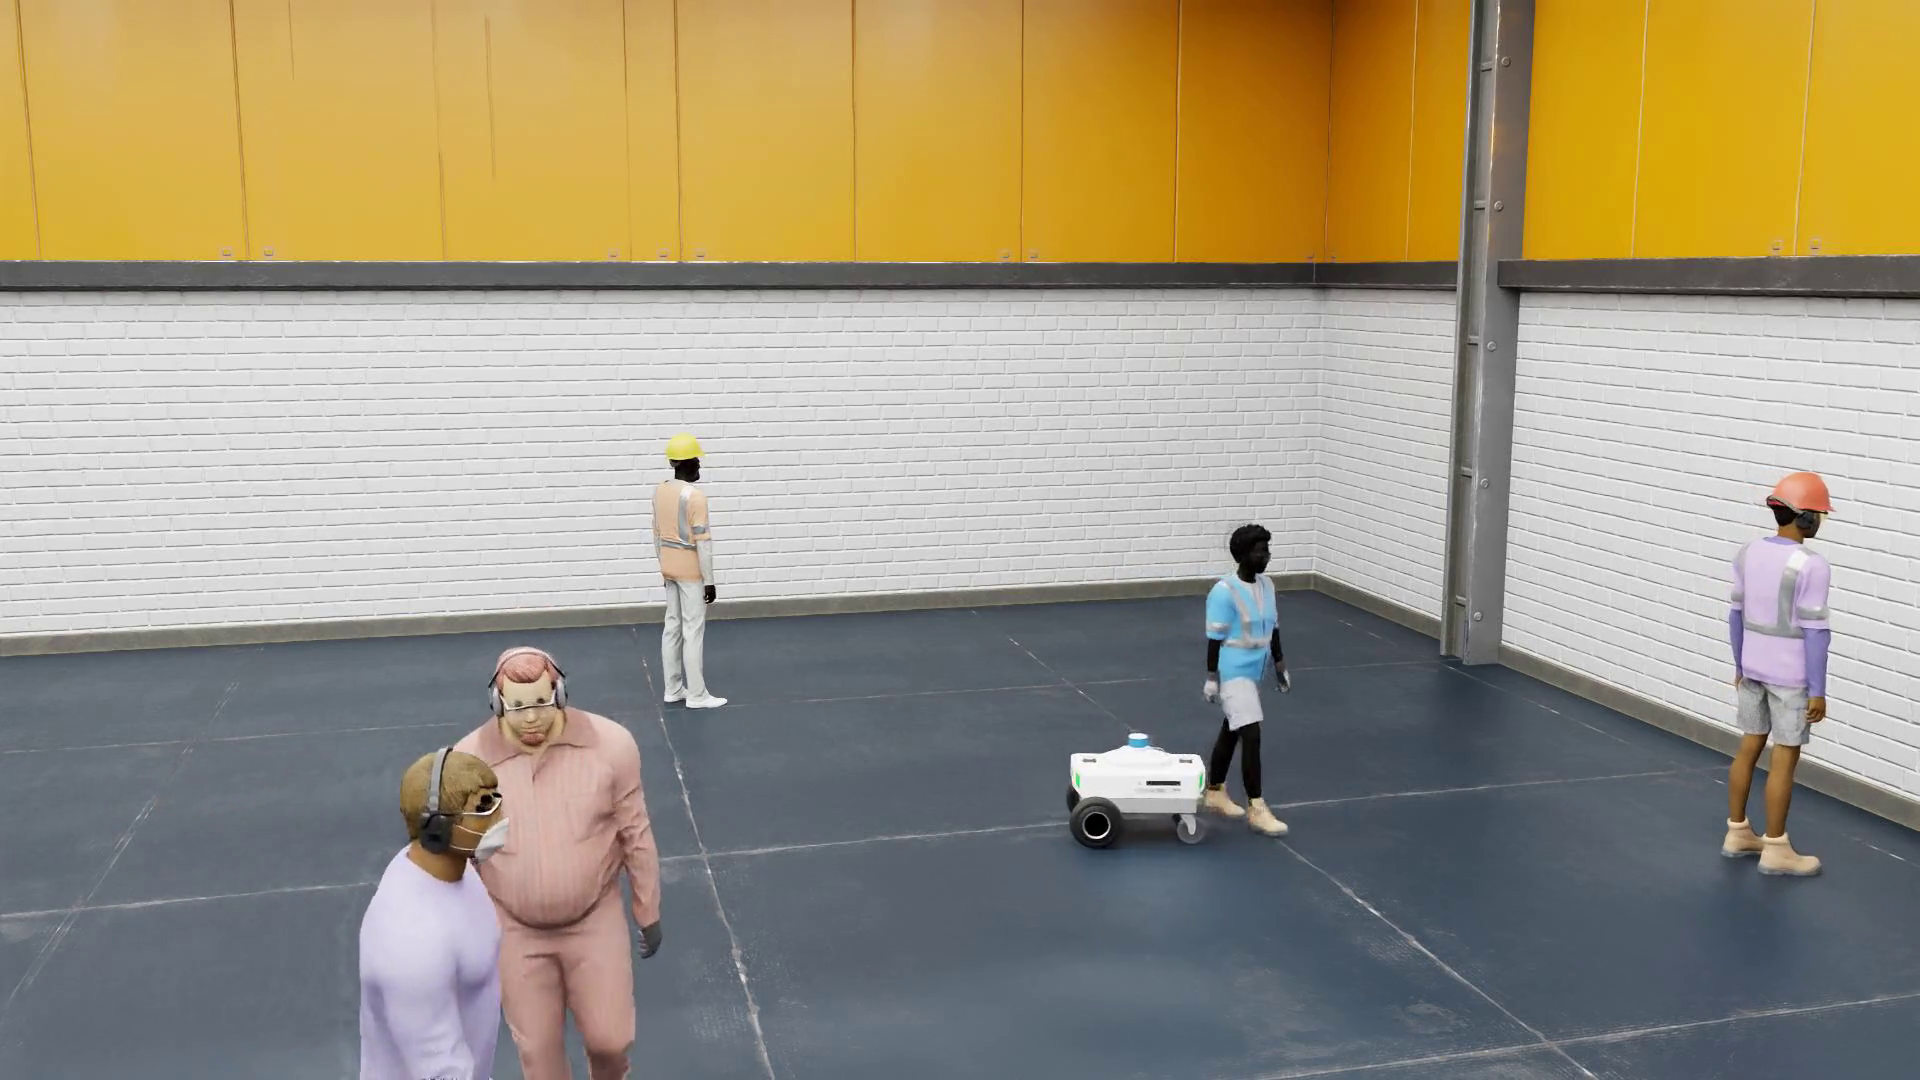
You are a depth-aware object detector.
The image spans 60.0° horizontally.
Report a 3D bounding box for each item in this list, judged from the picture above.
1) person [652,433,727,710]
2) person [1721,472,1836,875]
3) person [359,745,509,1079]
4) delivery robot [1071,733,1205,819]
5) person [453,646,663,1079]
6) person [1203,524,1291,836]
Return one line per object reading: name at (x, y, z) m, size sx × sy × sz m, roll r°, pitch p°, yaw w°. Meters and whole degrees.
person at (-1.908, 0.218, 11.602) m, size 0.587 × 1.930 × 0.355 m, roll 9°, pitch 13°, yaw 44°
person at (4.188, 0.668, 8.451) m, size 0.396 × 2.038 × 0.614 m, roll -2°, pitch 9°, yaw -14°
person at (-1.132, 1.434, 4.096) m, size 0.920 × 1.900 × 0.652 m, roll -1°, pitch 9°, yaw -7°
delivery robot at (0.954, 1.284, 8.936) m, size 0.707 × 0.478 × 0.477 m, roll 0°, pitch 9°, yaw 1°
person at (-1.319, 1.238, 5.405) m, size 0.686 × 1.879 × 0.503 m, roll -2°, pitch 9°, yaw -12°
person at (1.622, 0.750, 9.045) m, size 0.736 × 1.665 × 0.549 m, roll 8°, pitch 12°, yaw 41°
